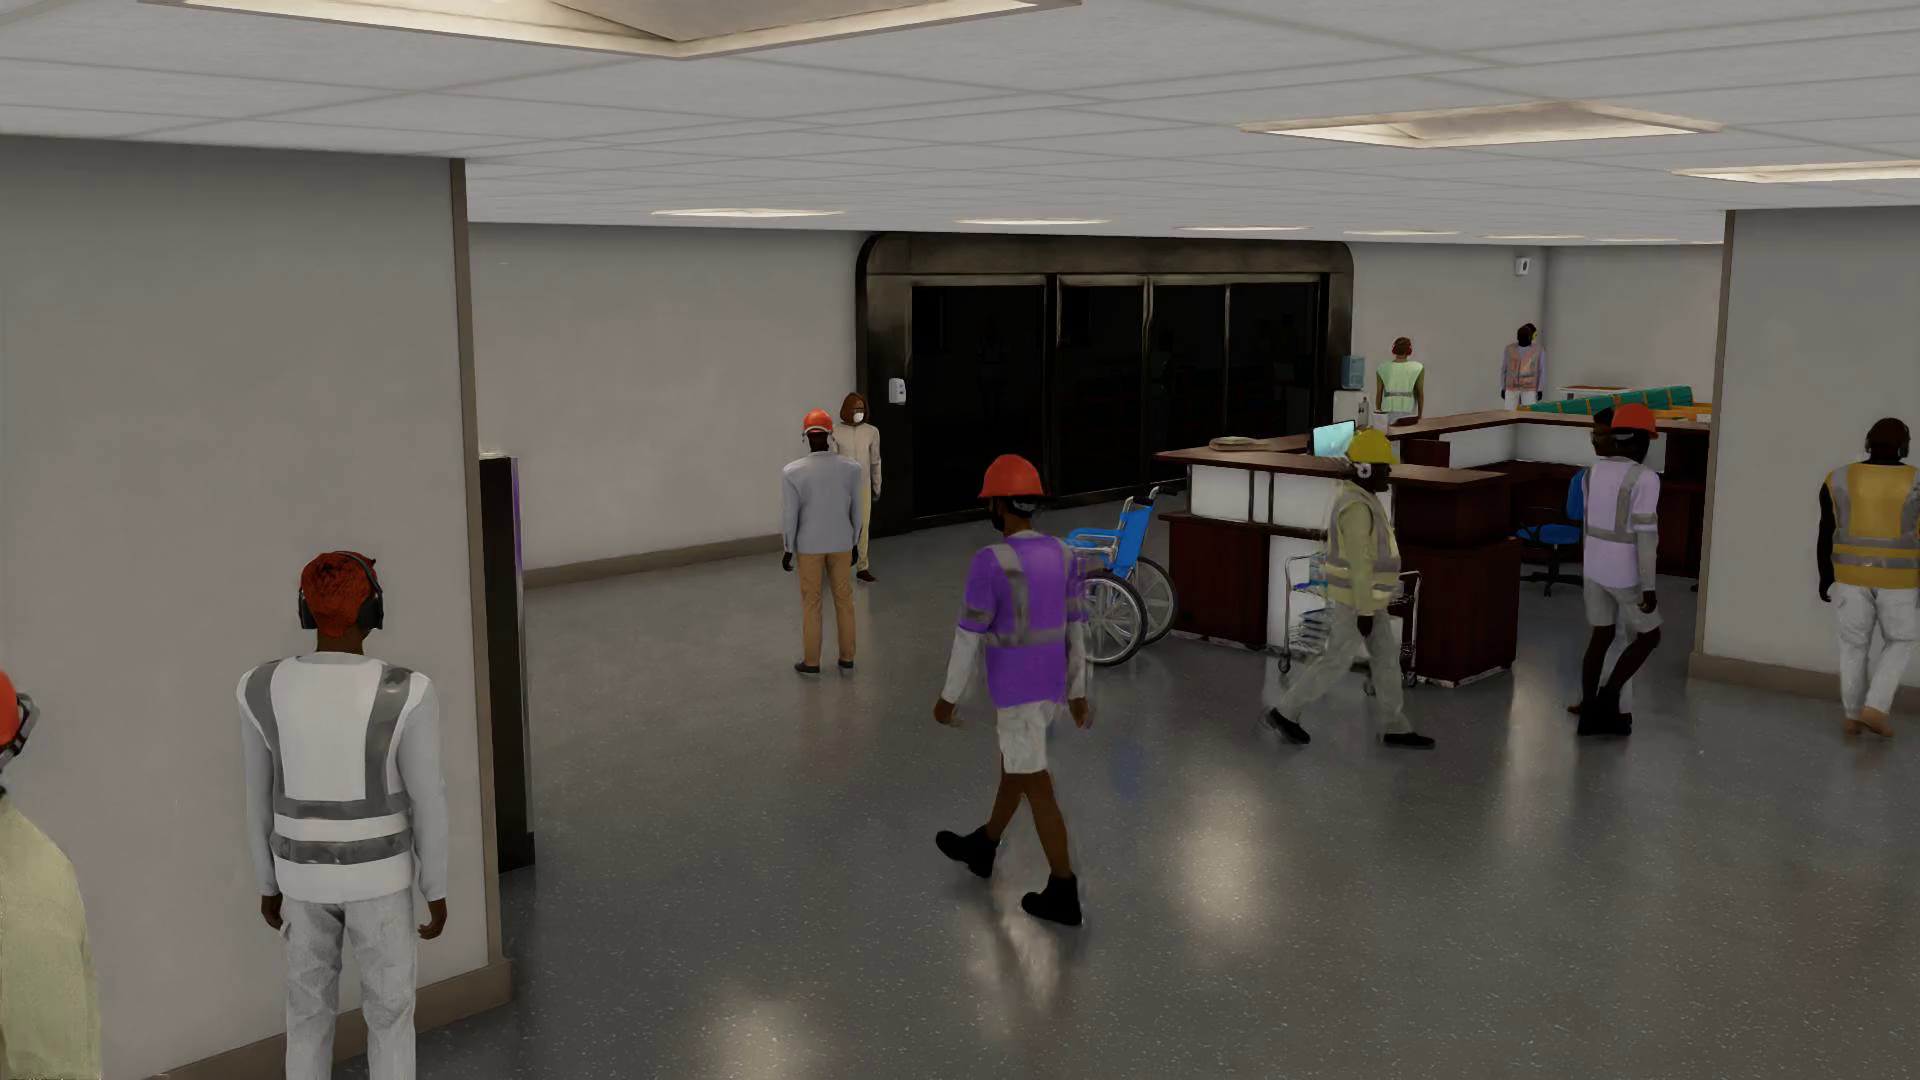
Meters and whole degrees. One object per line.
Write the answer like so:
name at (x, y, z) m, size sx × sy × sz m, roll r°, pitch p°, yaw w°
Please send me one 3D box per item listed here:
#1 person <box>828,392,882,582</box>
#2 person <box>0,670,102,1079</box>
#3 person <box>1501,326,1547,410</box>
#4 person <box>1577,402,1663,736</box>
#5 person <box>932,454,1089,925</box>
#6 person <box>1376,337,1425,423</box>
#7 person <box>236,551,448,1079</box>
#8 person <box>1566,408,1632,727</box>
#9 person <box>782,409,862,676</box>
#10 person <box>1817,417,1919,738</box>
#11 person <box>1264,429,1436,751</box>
person at (-0.899, -0.435, 14.065) m, size 0.504 × 1.627 × 0.286 m, roll -4°, pitch 10°, yaw -25°
person at (-1.841, 1.160, 3.158) m, size 0.399 × 1.991 × 0.624 m, roll -9°, pitch 13°, yaw -44°
person at (8.177, -2.195, 24.206) m, size 0.624 × 1.837 × 0.430 m, roll 6°, pitch 11°, yaw 32°
person at (3.734, 0.185, 9.387) m, size 0.454 × 1.903 × 0.610 m, roll -3°, pitch 10°, yaw -18°
person at (0.190, 0.593, 6.925) m, size 0.953 × 1.884 × 0.557 m, roll 8°, pitch 12°, yaw 40°
person at (5.261, -1.506, 19.935) m, size 0.565 × 1.847 × 0.396 m, roll 3°, pitch 10°, yaw 20°
person at (-1.732, 0.962, 4.729) m, size 0.568 × 1.878 × 0.351 m, roll 0°, pitch 9°, yaw 1°
person at (3.784, 0.162, 9.676) m, size 0.322 × 1.861 × 0.514 m, roll 1°, pitch 9°, yaw 6°
person at (-0.912, 0.014, 10.910) m, size 0.563 × 1.747 × 0.339 m, roll -4°, pitch 10°, yaw -24°
person at (5.173, 0.226, 9.380) m, size 0.630 × 1.834 × 0.466 m, roll 7°, pitch 11°, yaw 36°
person at (2.152, 0.280, 9.156) m, size 0.902 × 1.796 × 0.604 m, roll 3°, pitch 10°, yaw 16°
